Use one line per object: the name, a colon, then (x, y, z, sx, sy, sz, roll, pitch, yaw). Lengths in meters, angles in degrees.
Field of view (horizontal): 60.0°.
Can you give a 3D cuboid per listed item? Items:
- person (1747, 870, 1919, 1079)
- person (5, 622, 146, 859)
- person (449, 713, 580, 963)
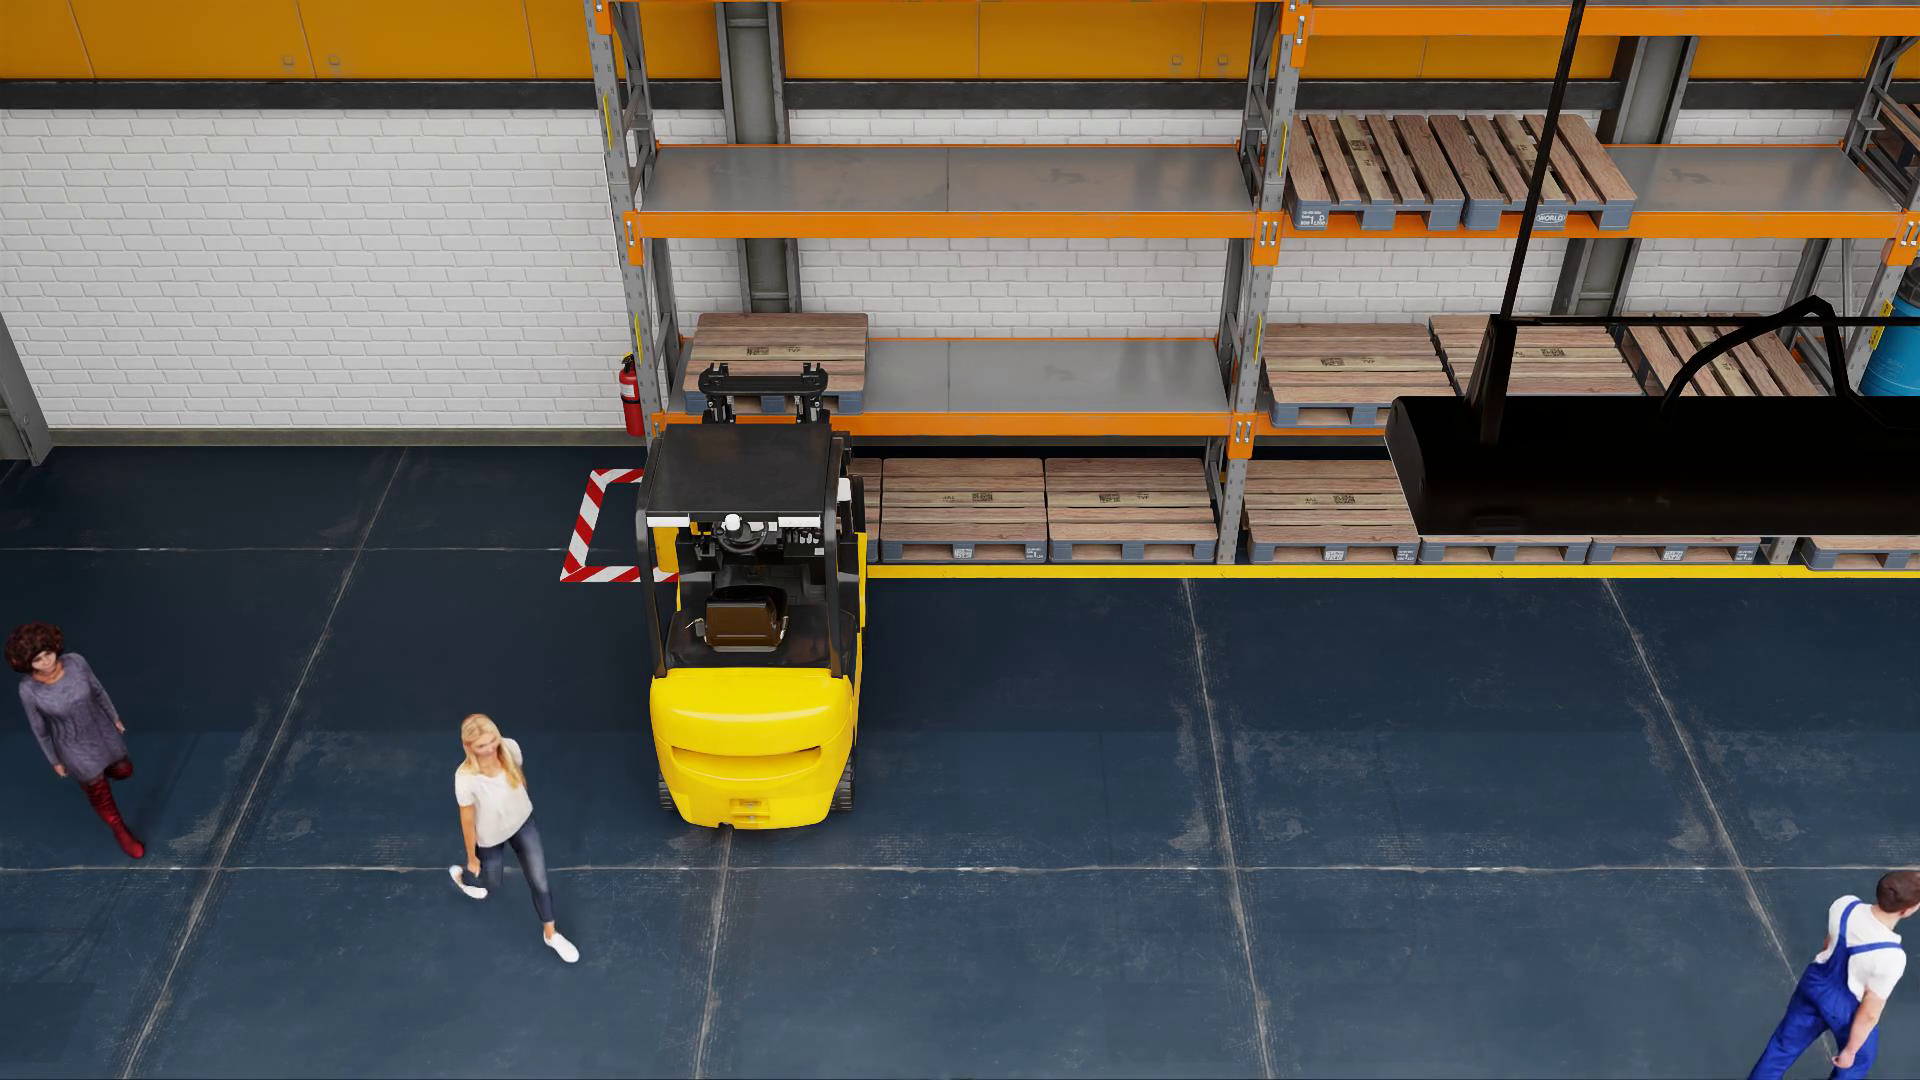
person: (4.092, 2.248, 7.956, 1.026, 1.830, 0.795, -9, 39, -11)
person: (-5.033, 1.111, 9.488, 0.969, 1.695, 0.872, 25, 45, 28)
person: (-2.518, 1.530, 8.900, 1.180, 1.774, 1.058, 26, 45, 29)
